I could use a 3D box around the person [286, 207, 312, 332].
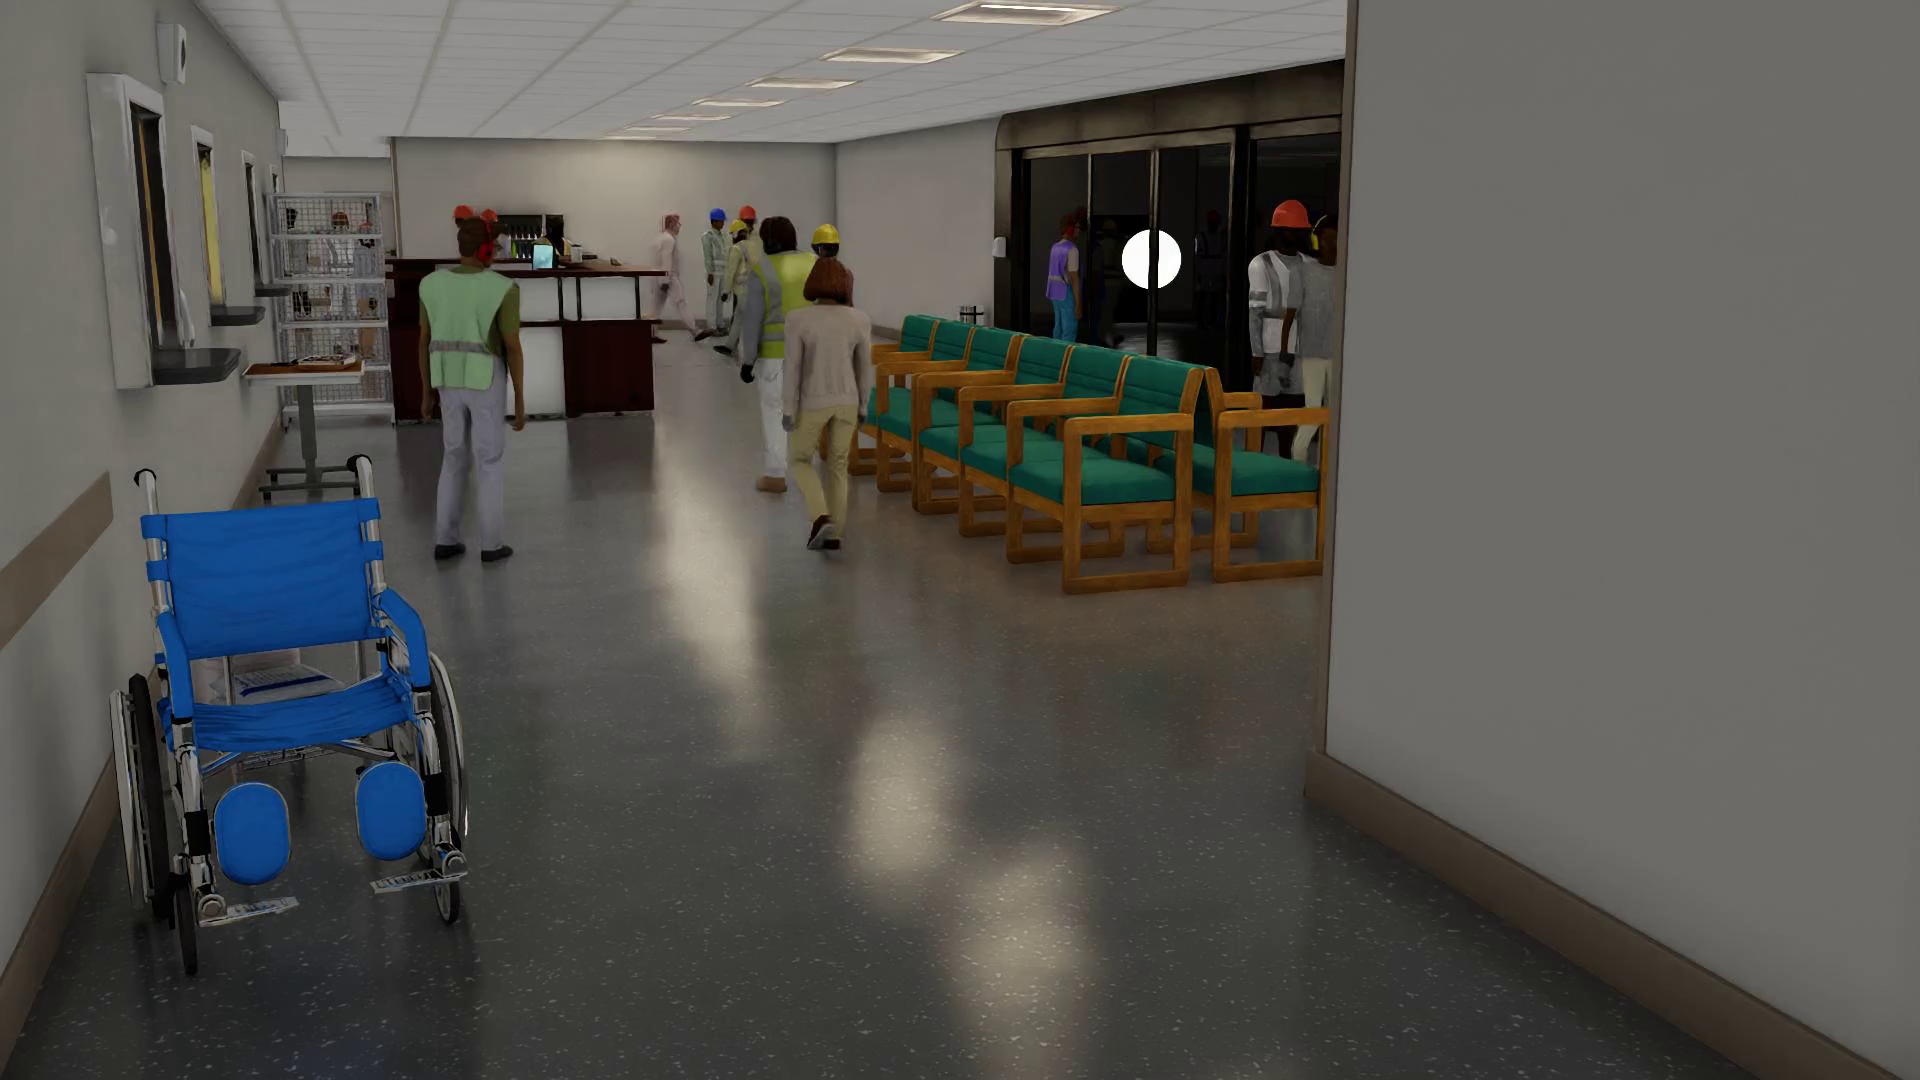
[{"bbox_3d":[-10.538,-4.269,26.337,0.366,1.967,0.602,3,11,16],"label":"person"}]

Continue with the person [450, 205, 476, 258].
[{"bbox_3d":[-6.682,-3.553,22.631,0.428,1.978,0.633,-1,11,-5],"label":"person"}]

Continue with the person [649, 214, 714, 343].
[{"bbox_3d":[-4.129,-3.778,24.118,0.995,1.846,0.646,-5,12,-22],"label":"person"}]

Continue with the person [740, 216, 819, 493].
[{"bbox_3d":[-1.150,-1.229,11.133,0.682,1.823,0.431,-7,13,-31],"label":"person"}]

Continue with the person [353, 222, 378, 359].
[{"bbox_3d":[-7.268,-3.021,20.481,0.341,1.750,0.566,-6,12,-27],"label":"person"}]

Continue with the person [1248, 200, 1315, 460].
[{"bbox_3d":[2.185,-1.299,11.178,0.542,1.938,0.358,-6,13,-28],"label":"person"}]

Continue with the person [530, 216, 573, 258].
[{"bbox_3d":[-4.998,-3.082,20.605,0.429,1.835,0.629,9,14,39],"label":"person"}]

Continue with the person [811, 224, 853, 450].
[{"bbox_3d":[-1.056,-1.605,13.193,0.525,1.769,0.311,-8,13,-35],"label":"person"}]

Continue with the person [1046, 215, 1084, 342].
[{"bbox_3d":[1.137,-2.558,17.875,0.390,1.846,0.564,-5,12,-22],"label":"person"}]

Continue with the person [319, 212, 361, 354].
[{"bbox_3d":[-8.272,-3.444,22.318,0.355,1.885,0.575,10,15,41],"label":"person"}]

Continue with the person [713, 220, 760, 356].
[{"bbox_3d":[-2.876,-3.264,21.669,0.868,1.776,0.600,3,12,17],"label":"person"}]

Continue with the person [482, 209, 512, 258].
[{"bbox_3d":[-6.513,-3.636,23.200,0.545,1.931,0.380,-2,11,-12],"label":"person"}]

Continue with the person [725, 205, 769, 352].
[{"bbox_3d":[-2.856,-3.543,22.573,0.618,1.991,0.396,-3,12,-17],"label":"person"}]

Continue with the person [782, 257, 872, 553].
[{"bbox_3d":[-0.710,-0.706,8.957,0.523,1.613,0.401,-5,12,-22],"label":"person"}]

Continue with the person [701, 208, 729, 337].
[{"bbox_3d":[-3.723,-4.093,25.485,0.384,1.948,0.605,4,12,19],"label":"person"}]

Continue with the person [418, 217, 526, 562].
[{"bbox_3d":[-2.596,-0.786,8.823,0.598,1.836,0.398,2,11,11],"label":"person"}]

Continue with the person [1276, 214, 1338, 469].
[{"bbox_3d":[2.339,-1.153,10.669,0.569,1.849,0.383,-3,11,-14],"label":"person"}]
